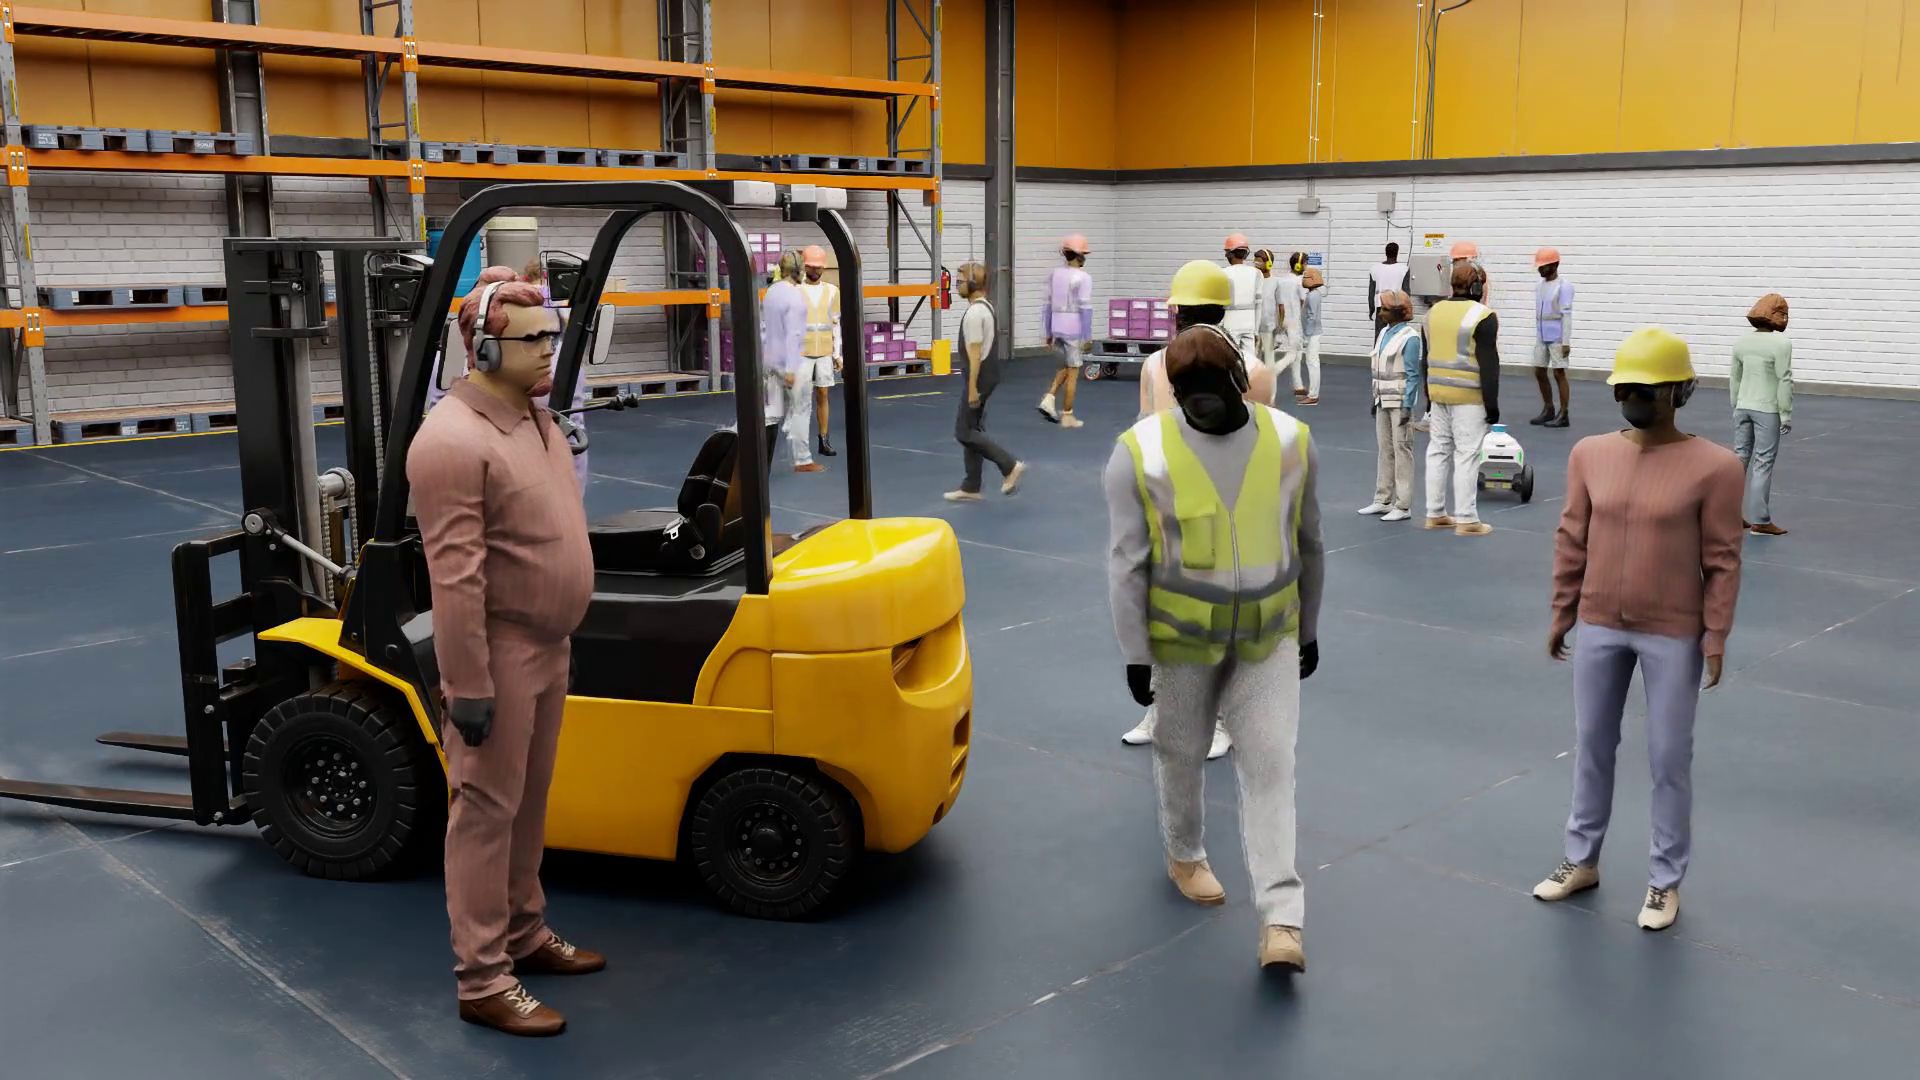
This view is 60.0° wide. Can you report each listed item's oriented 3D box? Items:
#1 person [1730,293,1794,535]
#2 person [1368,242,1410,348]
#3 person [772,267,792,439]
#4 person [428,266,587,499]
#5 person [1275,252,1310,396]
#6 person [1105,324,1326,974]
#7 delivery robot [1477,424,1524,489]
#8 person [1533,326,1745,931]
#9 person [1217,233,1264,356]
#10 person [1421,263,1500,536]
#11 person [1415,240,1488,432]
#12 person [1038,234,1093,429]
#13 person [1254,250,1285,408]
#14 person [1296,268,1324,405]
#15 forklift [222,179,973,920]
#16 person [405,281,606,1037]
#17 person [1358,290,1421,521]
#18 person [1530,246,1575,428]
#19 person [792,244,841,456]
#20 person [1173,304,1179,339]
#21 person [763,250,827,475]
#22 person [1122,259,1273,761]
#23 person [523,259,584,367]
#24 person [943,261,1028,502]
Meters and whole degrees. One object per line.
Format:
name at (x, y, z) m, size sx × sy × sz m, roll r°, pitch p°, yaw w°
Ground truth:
person at (5.442, -0.853, 11.306) m, size 0.283 × 1.633 × 0.498 m, roll -4°, pitch 11°, yaw -19°
person at (6.280, -3.392, 24.374) m, size 0.590 × 1.918 × 0.389 m, roll 5°, pitch 12°, yaw 26°
person at (-1.693, -1.869, 16.589) m, size 0.497 × 1.733 × 0.426 m, roll 4°, pitch 11°, yaw 21°
person at (-1.866, -0.170, 6.869) m, size 0.645 × 1.899 × 0.403 m, roll -2°, pitch 11°, yaw -8°
person at (4.090, -2.669, 20.703) m, size 0.869 × 1.833 × 0.501 m, roll -4°, pitch 11°, yaw -19°
person at (0.741, 0.282, 4.734) m, size 0.651 × 1.780 × 0.963 m, roll -1°, pitch 10°, yaw -4°
delivery robot at (4.172, -0.657, 12.925) m, size 0.477 × 0.478 × 0.707 m, roll 2°, pitch 11°, yaw 13°
person at (1.983, 0.259, 4.881) m, size 0.533 × 1.767 × 0.325 m, roll 10°, pitch 14°, yaw 44°
person at (2.948, -2.255, 17.830) m, size 0.608 × 2.045 × 0.391 m, roll -5°, pitch 11°, yaw -24°
person at (3.402, -0.951, 11.304) m, size 0.429 × 1.841 × 0.626 m, roll -5°, pitch 12°, yaw -27°
person at (4.992, -2.029, 16.835) m, size 0.872 × 1.963 × 0.617 m, roll -4°, pitch 11°, yaw -20°
person at (1.149, -2.166, 17.380) m, size 0.497 × 2.028 × 0.627 m, roll -8°, pitch 13°, yaw -36°
person at (3.423, -2.344, 18.813) m, size 0.331 × 1.865 × 0.519 m, roll -10°, pitch 14°, yaw -43°
person at (4.199, -2.435, 19.931) m, size 0.278 × 1.634 × 0.499 m, roll 3°, pitch 11°, yaw 18°
forklift at (-1.114, -0.058, 5.440) m, size 2.313 × 2.155 × 1.214 m, roll 2°, pitch 11°, yaw 13°
person at (-1.140, 0.294, 4.309) m, size 0.399 × 1.908 × 0.642 m, roll 1°, pitch 10°, yaw 7°
person at (3.089, -0.954, 11.846) m, size 0.312 × 1.638 × 0.512 m, roll -3°, pitch 11°, yaw -14°
person at (6.230, -2.135, 17.554) m, size 0.472 × 1.912 × 0.583 m, roll -4°, pitch 11°, yaw -20°
person at (-1.343, -1.723, 15.226) m, size 0.542 × 1.937 × 0.360 m, roll -4°, pitch 11°, yaw -20°
person at (2.790, -2.574, 20.600) m, size 0.549 × 1.665 × 0.622 m, roll -7°, pitch 12°, yaw -33°
person at (-1.556, -1.466, 13.943) m, size 0.821 × 1.912 × 0.633 m, roll -7°, pitch 12°, yaw -32°
person at (0.916, -0.115, 6.476) m, size 0.586 × 1.930 × 0.360 m, roll 8°, pitch 13°, yaw 37°
person at (-3.974, -1.762, 15.805) m, size 0.647 × 1.798 × 0.832 m, roll 3°, pitch 11°, yaw 15°
person at (0.183, -1.170, 12.493) m, size 0.574 × 1.828 × 0.529 m, roll 2°, pitch 11°, yaw 10°
